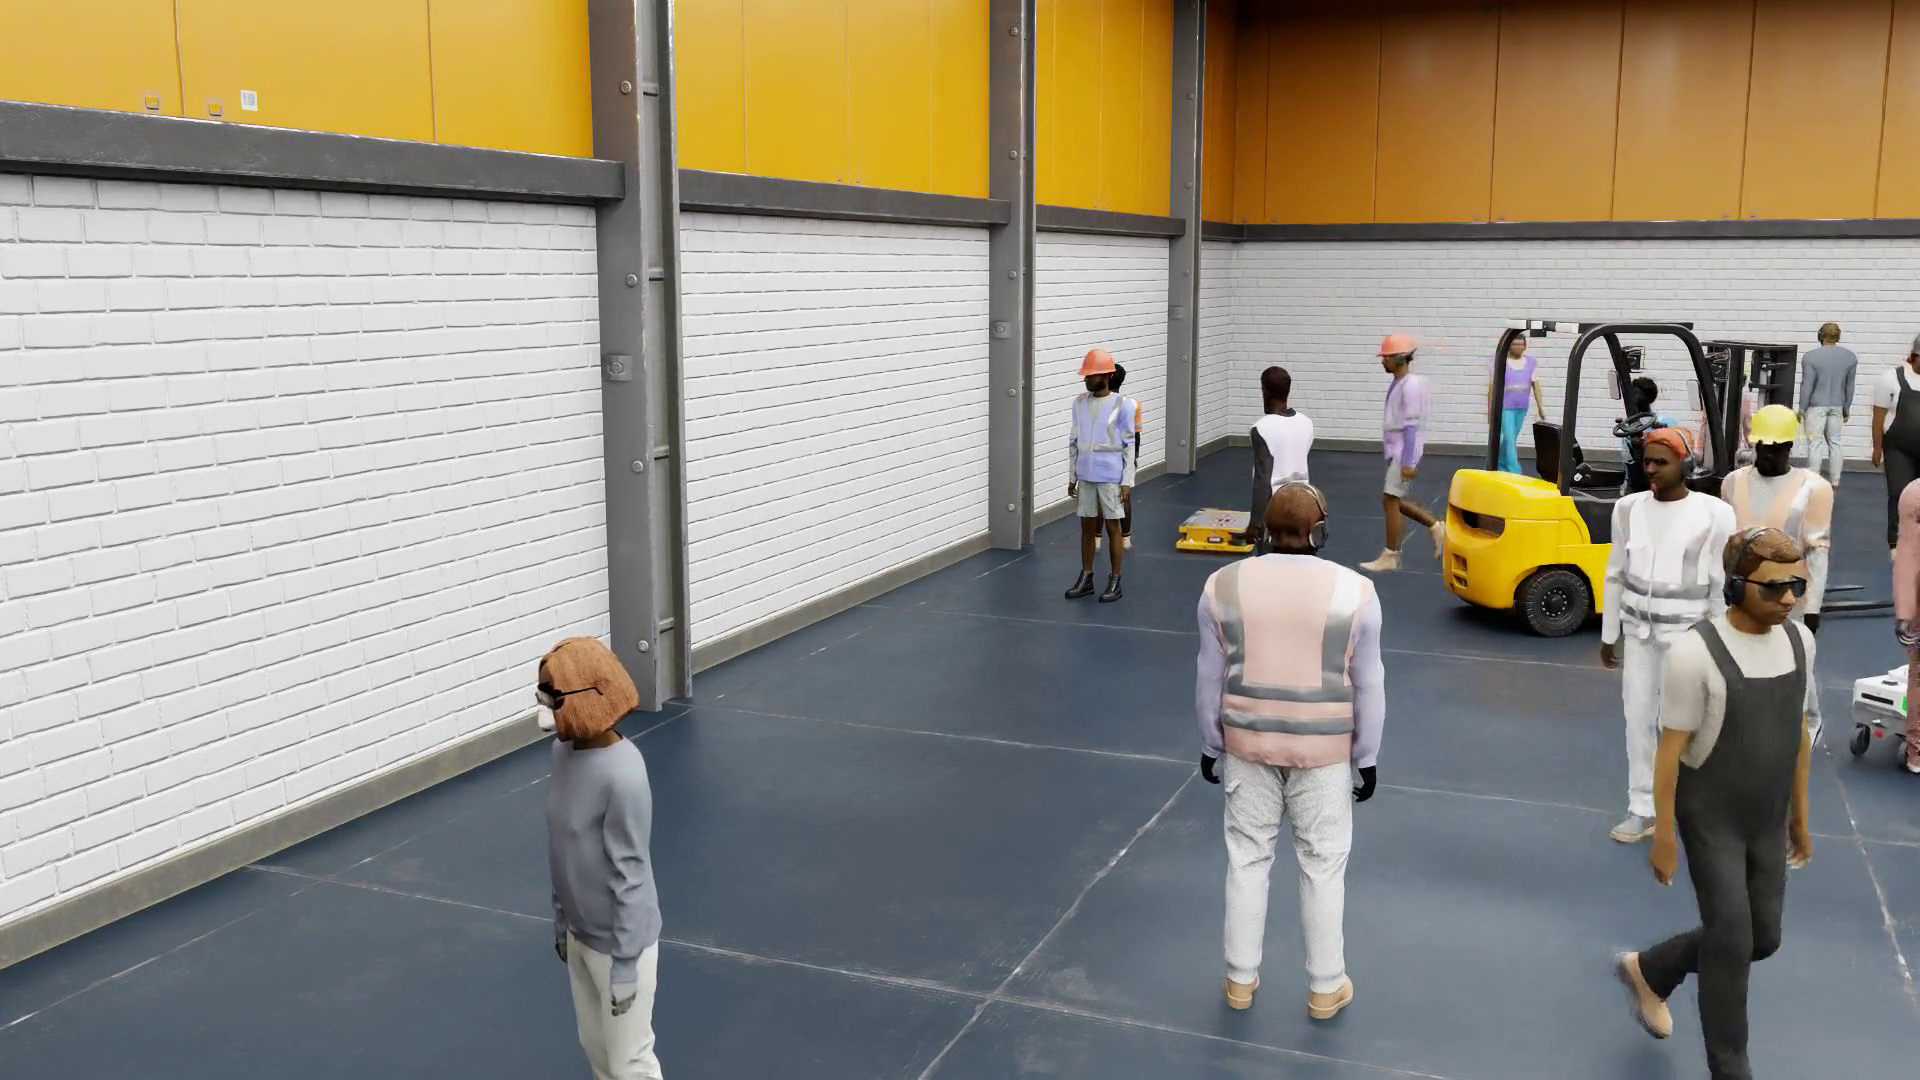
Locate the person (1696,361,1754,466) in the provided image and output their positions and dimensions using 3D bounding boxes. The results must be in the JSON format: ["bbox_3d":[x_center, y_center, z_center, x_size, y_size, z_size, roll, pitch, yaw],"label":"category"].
[{"bbox_3d":[7.168,-0.829,15.407,0.554,1.715,0.900,-5,10,-26],"label":"person"}]

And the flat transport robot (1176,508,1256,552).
[{"bbox_3d":[2.443,-0.100,15.398,0.652,0.197,1.431,3,10,17],"label":"flat transport robot"}]

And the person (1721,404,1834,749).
[{"bbox_3d":[4.191,0.231,8.553,0.973,1.881,0.591,-7,12,-37],"label":"person"}]

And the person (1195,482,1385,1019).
[{"bbox_3d":[1.129,0.716,5.711,0.634,1.839,0.429,3,10,19],"label":"person"}]

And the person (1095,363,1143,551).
[{"bbox_3d":[1.376,-0.743,15.005,0.534,1.691,0.318,-1,9,-5],"label":"person"}]

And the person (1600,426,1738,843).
[{"bbox_3d":[3.145,0.423,7.391,0.475,1.869,0.596,-7,12,-37],"label":"person"}]

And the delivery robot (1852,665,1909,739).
[{"bbox_3d":[5.020,0.821,8.674,0.707,0.478,0.477,-4,10,-24],"label":"delivery robot"}]

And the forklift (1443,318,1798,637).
[{"bbox_3d":[4.706,-0.497,11.990,2.313,2.155,1.214,-2,10,-10],"label":"forklift"}]

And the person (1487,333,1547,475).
[{"bbox_3d":[6.434,-1.497,19.244,0.597,1.792,0.955,-2,10,-12],"label":"person"}]

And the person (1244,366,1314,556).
[{"bbox_3d":[2.084,-0.171,10.854,0.393,1.916,0.590,9,13,43],"label":"person"}]

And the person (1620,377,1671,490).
[{"bbox_3d":[5.561,-0.511,13.702,0.897,1.644,0.552,-3,10,-20],"label":"person"}]

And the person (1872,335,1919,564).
[{"bbox_3d":[8.305,-0.812,14.365,0.708,2.000,0.814,2,10,12],"label":"person"}]

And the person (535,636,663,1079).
[{"bbox_3d":[-0.938,1.048,4.354,0.280,1.624,0.494,-7,12,-35],"label":"person"}]

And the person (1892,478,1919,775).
[{"bbox_3d":[4.852,0.321,8.029,0.634,1.873,0.910,4,10,24],"label":"person"}]

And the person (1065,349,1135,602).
[{"bbox_3d":[1.060,-0.490,12.728,0.553,1.934,0.355,7,11,35],"label":"person"}]

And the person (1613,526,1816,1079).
[{"bbox_3d":[2.298,0.834,5.053,0.535,1.822,0.691,-4,10,-21],"label":"person"}]

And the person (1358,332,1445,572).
[{"bbox_3d":[3.774,-0.722,13.905,0.743,2.020,0.606,0,9,2],"label":"person"}]

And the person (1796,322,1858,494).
[{"bbox_3d":[9.730,-1.480,18.716,0.635,1.937,0.353,-1,9,-5],"label":"person"}]
